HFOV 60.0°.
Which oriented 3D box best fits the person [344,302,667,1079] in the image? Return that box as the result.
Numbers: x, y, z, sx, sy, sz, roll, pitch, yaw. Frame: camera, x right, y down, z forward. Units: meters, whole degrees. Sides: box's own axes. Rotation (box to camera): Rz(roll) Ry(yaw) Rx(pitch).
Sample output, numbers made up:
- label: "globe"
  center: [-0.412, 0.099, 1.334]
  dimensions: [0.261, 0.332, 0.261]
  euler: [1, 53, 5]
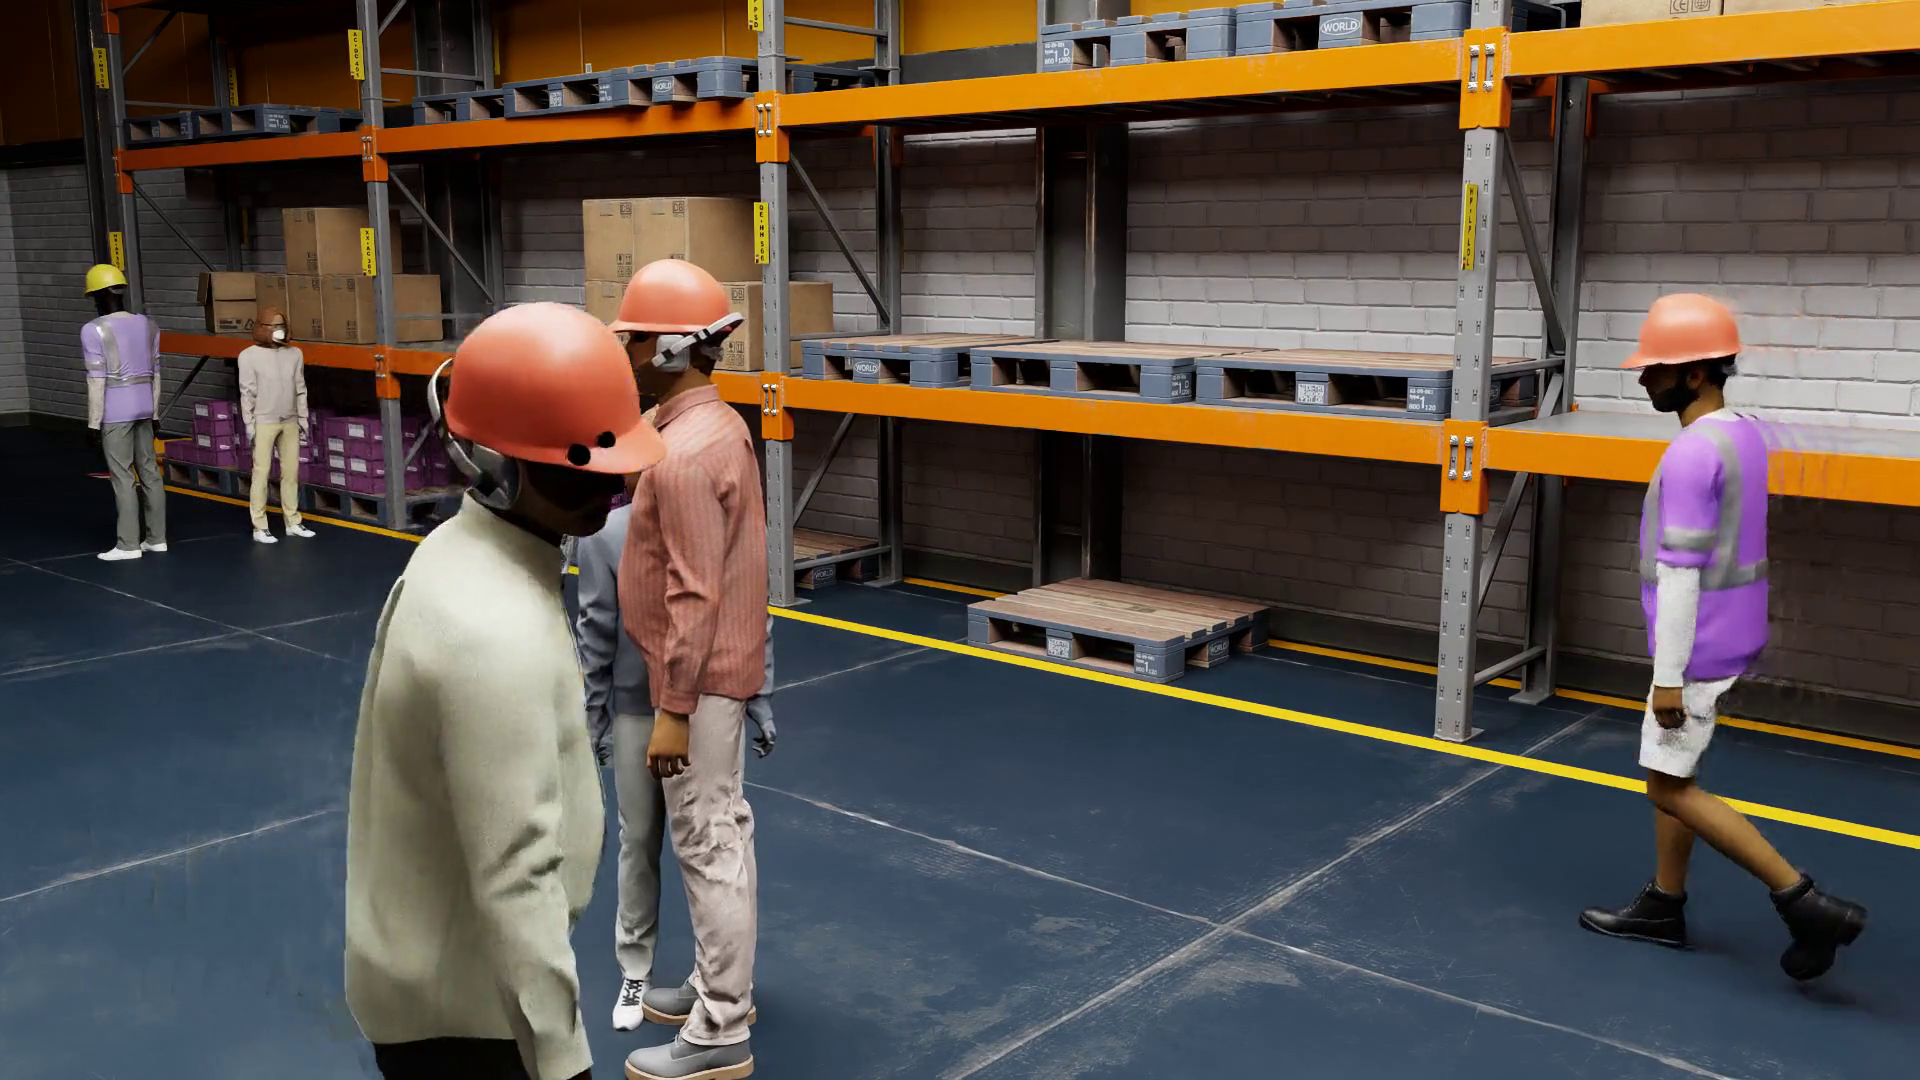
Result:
- label: "person"
  center: [-0.697, 0.635, 2.420]
  dimensions: [0.593, 1.947, 0.639]
  euler: [-2, 10, -13]

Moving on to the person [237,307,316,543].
- label: "person"
  center: [-4.726, -0.793, 11.488]
  dimensions: [0.284, 1.625, 0.492]
  euler: [6, 12, 32]

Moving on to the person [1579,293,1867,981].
- label: "person"
  center: [2.106, 0.289, 4.527]
  dimensions: [0.700, 1.909, 0.576]
  euler: [8, 13, 40]

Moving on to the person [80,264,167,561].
- label: "person"
  center: [-5.440, -0.821, 10.799]
  dimensions: [0.373, 1.921, 0.585]
  euler: [3, 10, 17]

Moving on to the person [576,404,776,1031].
- label: "person"
  center: [-0.731, 0.458, 4.332]
  dimensions: [0.508, 1.632, 0.271]
  euler: [-2, 10, -13]

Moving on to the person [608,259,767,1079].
- label: "person"
  center: [-0.657, 0.325, 4.064]
  dimensions: [0.382, 1.995, 0.612]
  euler: [0, 10, -2]

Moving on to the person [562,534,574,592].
- label: "person"
  center: [-1.839, -0.130, 7.502]
  dimensions: [0.317, 1.695, 0.540]
  euler: [-3, 10, -18]
